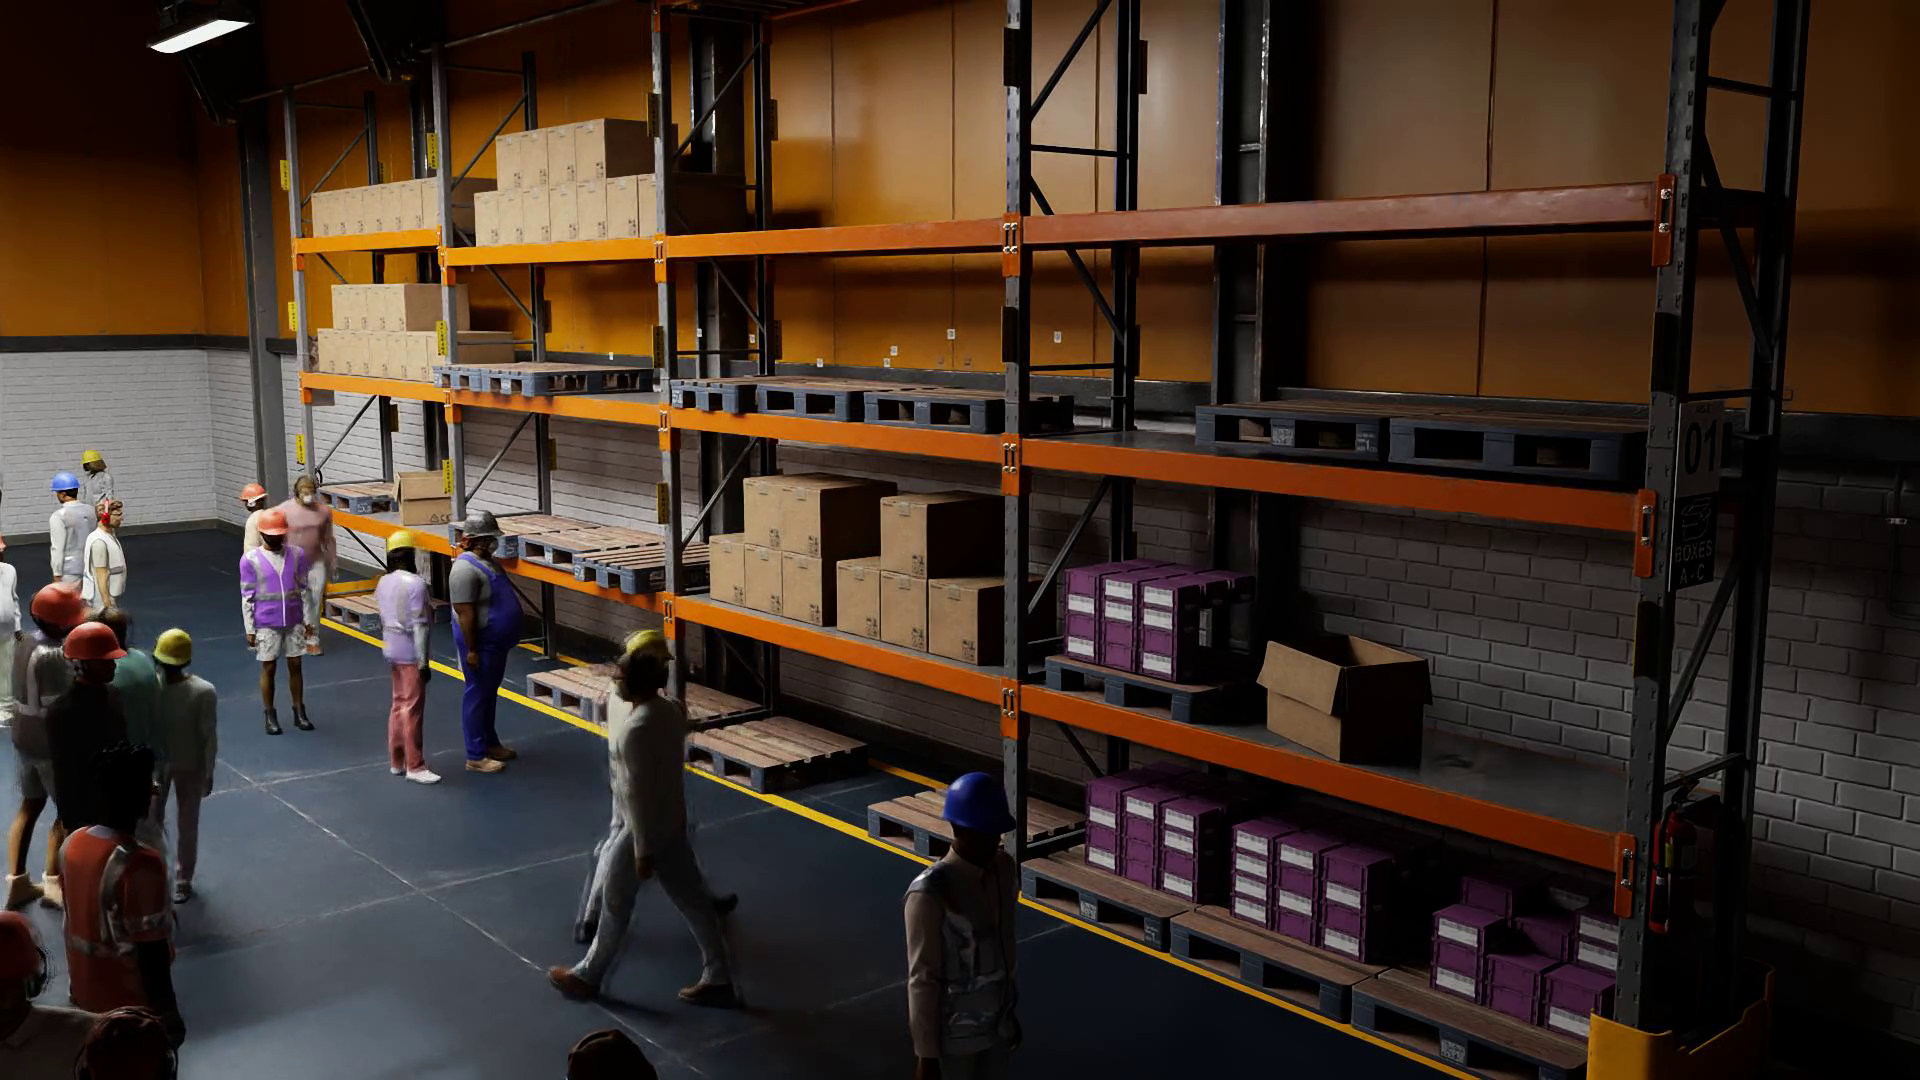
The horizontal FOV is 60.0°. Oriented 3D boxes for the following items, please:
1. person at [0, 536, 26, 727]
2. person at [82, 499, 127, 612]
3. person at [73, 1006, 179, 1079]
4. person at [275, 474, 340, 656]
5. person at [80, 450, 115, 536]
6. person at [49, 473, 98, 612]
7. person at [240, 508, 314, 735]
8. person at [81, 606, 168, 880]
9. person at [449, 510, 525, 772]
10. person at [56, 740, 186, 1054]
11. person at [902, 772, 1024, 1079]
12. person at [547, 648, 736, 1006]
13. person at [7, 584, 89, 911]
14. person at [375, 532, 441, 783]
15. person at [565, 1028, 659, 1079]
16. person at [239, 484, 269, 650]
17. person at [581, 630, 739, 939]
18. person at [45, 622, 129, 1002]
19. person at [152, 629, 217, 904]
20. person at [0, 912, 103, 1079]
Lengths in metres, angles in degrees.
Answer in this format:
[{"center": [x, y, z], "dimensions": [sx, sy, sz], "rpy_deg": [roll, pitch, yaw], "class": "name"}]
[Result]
[{"center": [-8.140, 0.765, 14.017], "dimensions": [0.327, 1.753, 0.561], "rpy_deg": [3, 9, 20], "class": "person"}, {"center": [-7.846, 0.542, 15.294], "dimensions": [0.393, 1.836, 0.560], "rpy_deg": [-3, 9, -19], "class": "person"}, {"center": [-2.093, 2.112, 4.256], "dimensions": [0.577, 1.877, 0.341], "rpy_deg": [-4, 9, -23], "class": "person"}, {"center": [-6.761, 0.254, 17.073], "dimensions": [0.626, 1.905, 0.702], "rpy_deg": [7, 11, 39], "class": "person"}, {"center": [-11.189, -0.312, 21.585], "dimensions": [0.494, 1.730, 0.325], "rpy_deg": [3, 9, 21], "class": "person"}, {"center": [-8.882, 0.288, 16.701], "dimensions": [0.409, 1.938, 0.610], "rpy_deg": [2, 8, 13], "class": "person"}, {"center": [-5.737, 0.683, 14.014], "dimensions": [0.550, 1.925, 0.391], "rpy_deg": [-7, 11, -41], "class": "person"}, {"center": [-4.819, 1.322, 9.562], "dimensions": [0.462, 1.919, 0.654], "rpy_deg": [0, 8, 0], "class": "person"}, {"center": [-3.677, 0.769, 12.999], "dimensions": [0.538, 2.000, 0.689], "rpy_deg": [0, 8, 0], "class": "person"}, {"center": [-3.251, 1.749, 6.495], "dimensions": [0.608, 1.959, 0.373], "rpy_deg": [6, 10, 36], "class": "person"}, {"center": [0.037, 1.799, 6.160], "dimensions": [0.406, 1.945, 0.615], "rpy_deg": [6, 10, 35], "class": "person"}, {"center": [-1.630, 1.483, 8.593], "dimensions": [1.042, 1.881, 0.653], "rpy_deg": [2, 8, 14], "class": "person"}, {"center": [-5.480, 1.235, 9.952], "dimensions": [0.519, 1.987, 0.674], "rpy_deg": [-7, 11, -40], "class": "person"}, {"center": [-4.188, 0.895, 12.697], "dimensions": [0.729, 1.889, 0.378], "rpy_deg": [7, 11, 42], "class": "person"}, {"center": [-0.962, 2.168, 4.729], "dimensions": [0.275, 1.628, 0.505], "rpy_deg": [-2, 9, -16], "class": "person"}, {"center": [-7.363, 0.276, 17.479], "dimensions": [0.352, 1.744, 0.577], "rpy_deg": [0, 8, -1], "class": "person"}, {"center": [-1.772, 1.395, 9.561], "dimensions": [0.945, 1.782, 0.599], "rpy_deg": [-6, 10, -38], "class": "person"}, {"center": [-4.506, 1.408, 8.714], "dimensions": [0.397, 1.992, 0.621], "rpy_deg": [0, 8, -2], "class": "person"}, {"center": [-4.693, 1.364, 9.951], "dimensions": [0.532, 1.720, 0.555], "rpy_deg": [-2, 8, -12], "class": "person"}, {"center": [-2.650, 1.993, 4.706], "dimensions": [0.637, 1.986, 0.414], "rpy_deg": [-3, 9, -21], "class": "person"}]
